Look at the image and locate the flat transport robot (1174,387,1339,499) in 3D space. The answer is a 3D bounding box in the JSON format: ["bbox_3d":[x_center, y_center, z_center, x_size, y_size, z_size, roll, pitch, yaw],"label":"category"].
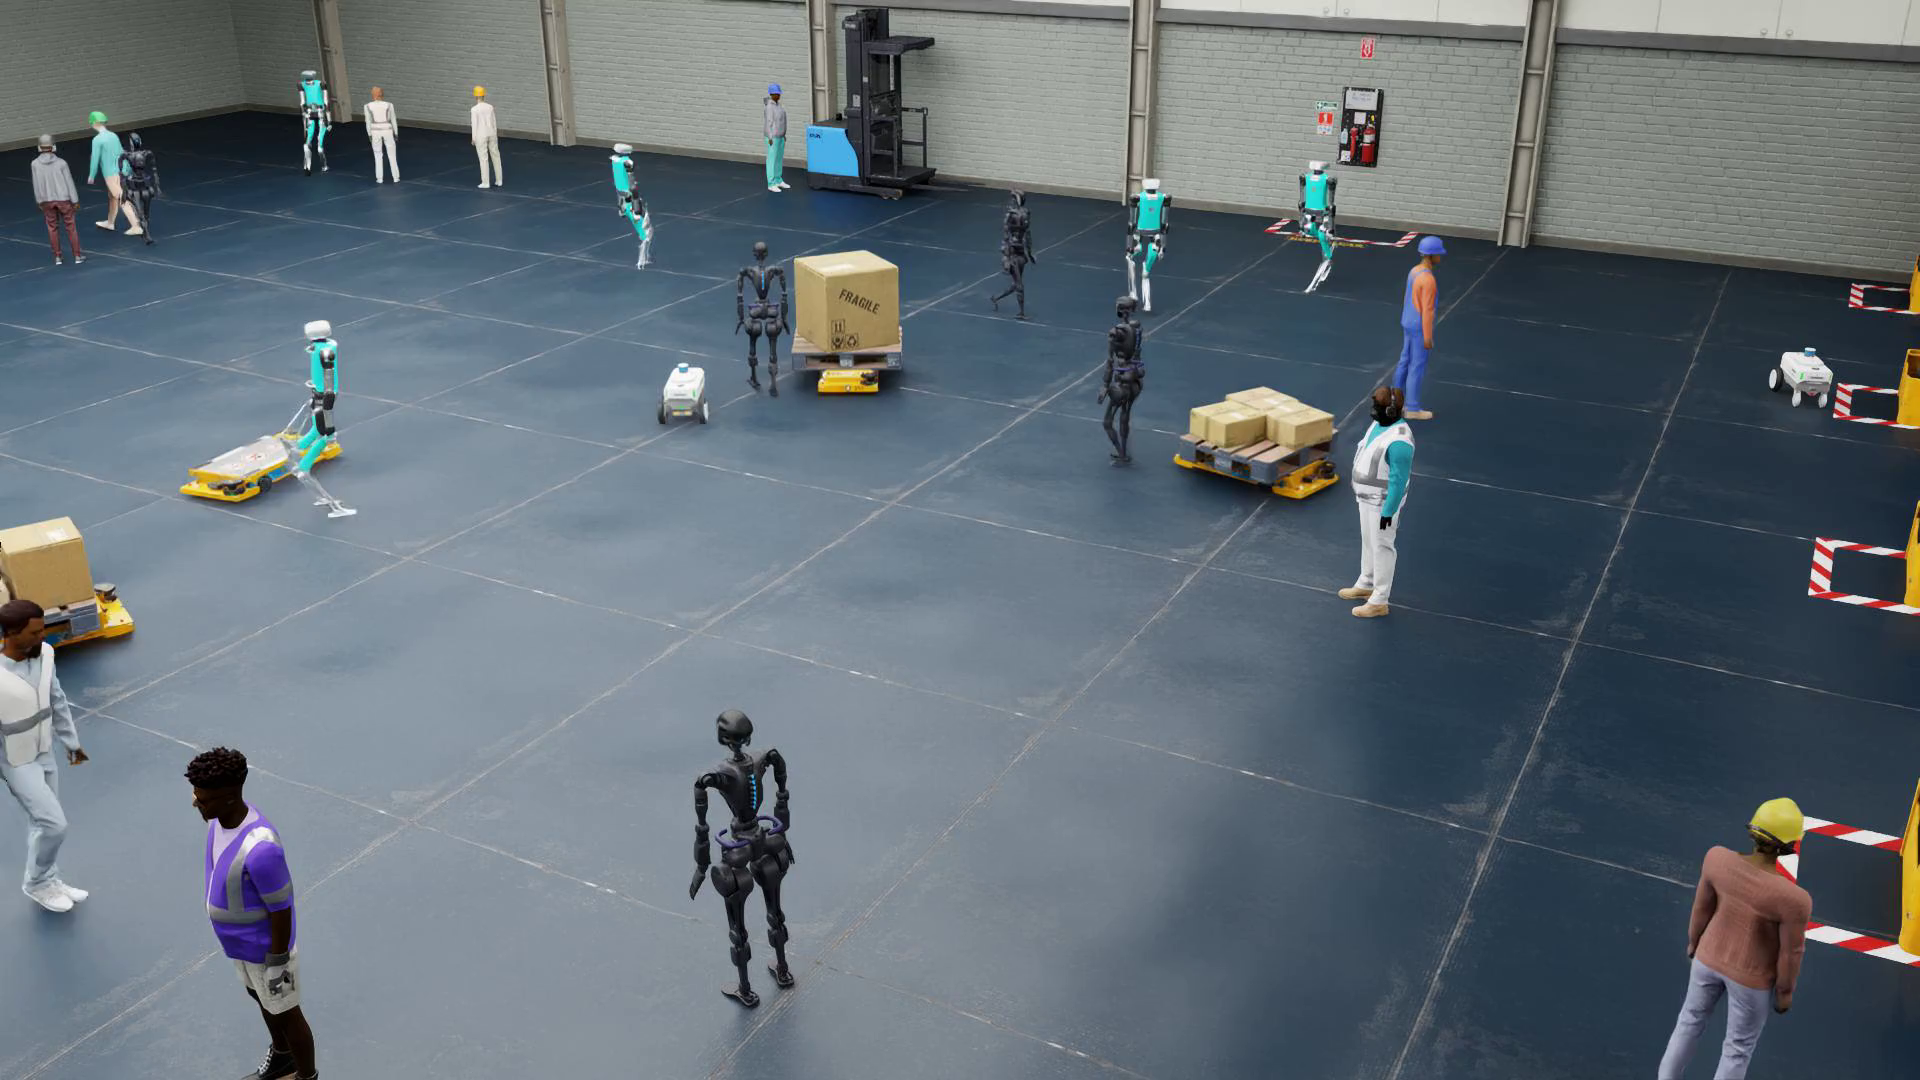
[{"bbox_3d":[2.821,-0.723,15.845,1.431,0.231,0.659,20,30,39],"label":"flat transport robot"}]

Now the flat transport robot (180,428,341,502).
[{"bbox_3d":[-6.642,-0.716,15.829,0.659,0.231,1.431,8,25,19],"label":"flat transport robot"}]

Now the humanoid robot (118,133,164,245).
[{"bbox_3d":[-12.049,-5.166,24.443,0.730,1.630,0.592,19,30,38],"label":"humanoid robot"}]

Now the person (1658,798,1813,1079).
[{"bbox_3d":[3.612,1.972,7.700,0.380,1.752,0.529,-15,27,-31],"label":"person"}]

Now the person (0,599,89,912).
[{"bbox_3d":[-5.174,1.215,9.274,0.467,1.893,0.621,2,23,4],"label":"person"}]

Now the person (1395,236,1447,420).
[{"bbox_3d":[4.759,-2.201,17.210,0.366,1.908,0.530,-3,23,-8],"label":"person"}]

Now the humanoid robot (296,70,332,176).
[{"bbox_3d":[-11.481,-7.336,29.429,0.560,1.805,0.941,0,23,1],"label":"humanoid robot"}]

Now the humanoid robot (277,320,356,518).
[{"bbox_3d":[-5.775,-1.027,14.684,0.698,1.790,0.546,-12,26,-25],"label":"humanoid robot"}]

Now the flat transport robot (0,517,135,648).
[{"bbox_3d":[-7.119,0.672,12.598,1.431,0.231,0.659,-16,28,-33],"label":"flat transport robot"}]

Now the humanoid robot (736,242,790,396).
[{"bbox_3d":[-2.145,-2.423,18.038,0.589,1.634,0.606,-6,24,-13],"label":"humanoid robot"}]

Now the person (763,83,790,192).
[{"bbox_3d":[-3.117,-6.802,28.090,0.359,1.777,0.538,8,25,19],"label":"person"}]

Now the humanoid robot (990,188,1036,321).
[{"bbox_3d":[0.641,-3.587,20.769,0.690,1.634,0.585,15,28,32],"label":"humanoid robot"}]

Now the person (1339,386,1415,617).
[{"bbox_3d":[3.237,-0.306,12.885,0.429,1.843,0.624,-2,23,-4],"label":"person"}]

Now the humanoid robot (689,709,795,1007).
[{"bbox_3d":[-1.110,1.623,8.580,0.599,1.659,0.315,-16,28,-33],"label":"humanoid robot"}]

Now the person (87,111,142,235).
[{"bbox_3d":[-12.836,-5.505,25.005,0.934,1.828,0.520,3,23,8],"label":"person"}]

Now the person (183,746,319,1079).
[{"bbox_3d":[-3.285,1.834,7.745,0.361,1.964,0.612,-20,30,-39],"label":"person"}]

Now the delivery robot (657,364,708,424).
[{"bbox_3d":[-2.877,-1.532,17.382,0.499,0.606,0.807,0,23,-1],"label":"delivery robot"}]

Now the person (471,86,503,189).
[{"bbox_3d":[-8.070,-6.843,28.281,0.316,1.698,0.473,21,31,40],"label":"person"}]

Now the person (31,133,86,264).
[{"bbox_3d":[-12.692,-4.789,23.367,0.552,1.805,0.380,-6,24,-15],"label":"person"}]

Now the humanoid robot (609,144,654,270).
[{"bbox_3d":[-4.422,-4.590,23.069,0.752,1.842,0.540,-18,29,-36],"label":"humanoid robot"}]

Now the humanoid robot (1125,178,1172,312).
[{"bbox_3d":[2.323,-3.765,21.111,0.541,1.743,1.033,-3,23,-7],"label":"humanoid robot"}]

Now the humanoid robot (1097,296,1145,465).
[{"bbox_3d":[1.563,-1.531,15.934,0.327,1.650,0.589,17,29,34],"label":"humanoid robot"}]

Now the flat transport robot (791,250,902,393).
[{"bbox_3d":[-1.257,-1.961,18.727,0.659,0.231,1.431,-1,23,-2],"label":"flat transport robot"}]

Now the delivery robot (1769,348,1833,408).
[{"bbox_3d":[9.112,-1.774,17.954,0.499,0.614,0.791,4,23,8],"label":"delivery robot"}]

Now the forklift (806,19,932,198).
[{"bbox_3d":[-1.573,-7.292,27.850,1.873,2.768,1.129,12,26,25],"label":"forklift"}]

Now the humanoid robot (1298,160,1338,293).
[{"bbox_3d":[4.885,-4.211,22.174,0.531,1.778,1.017,18,29,36],"label":"humanoid robot"}]

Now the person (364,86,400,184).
[{"bbox_3d":[-9.954,-6.983,28.690,0.513,1.631,0.311,-6,24,-15],"label":"person"}]
